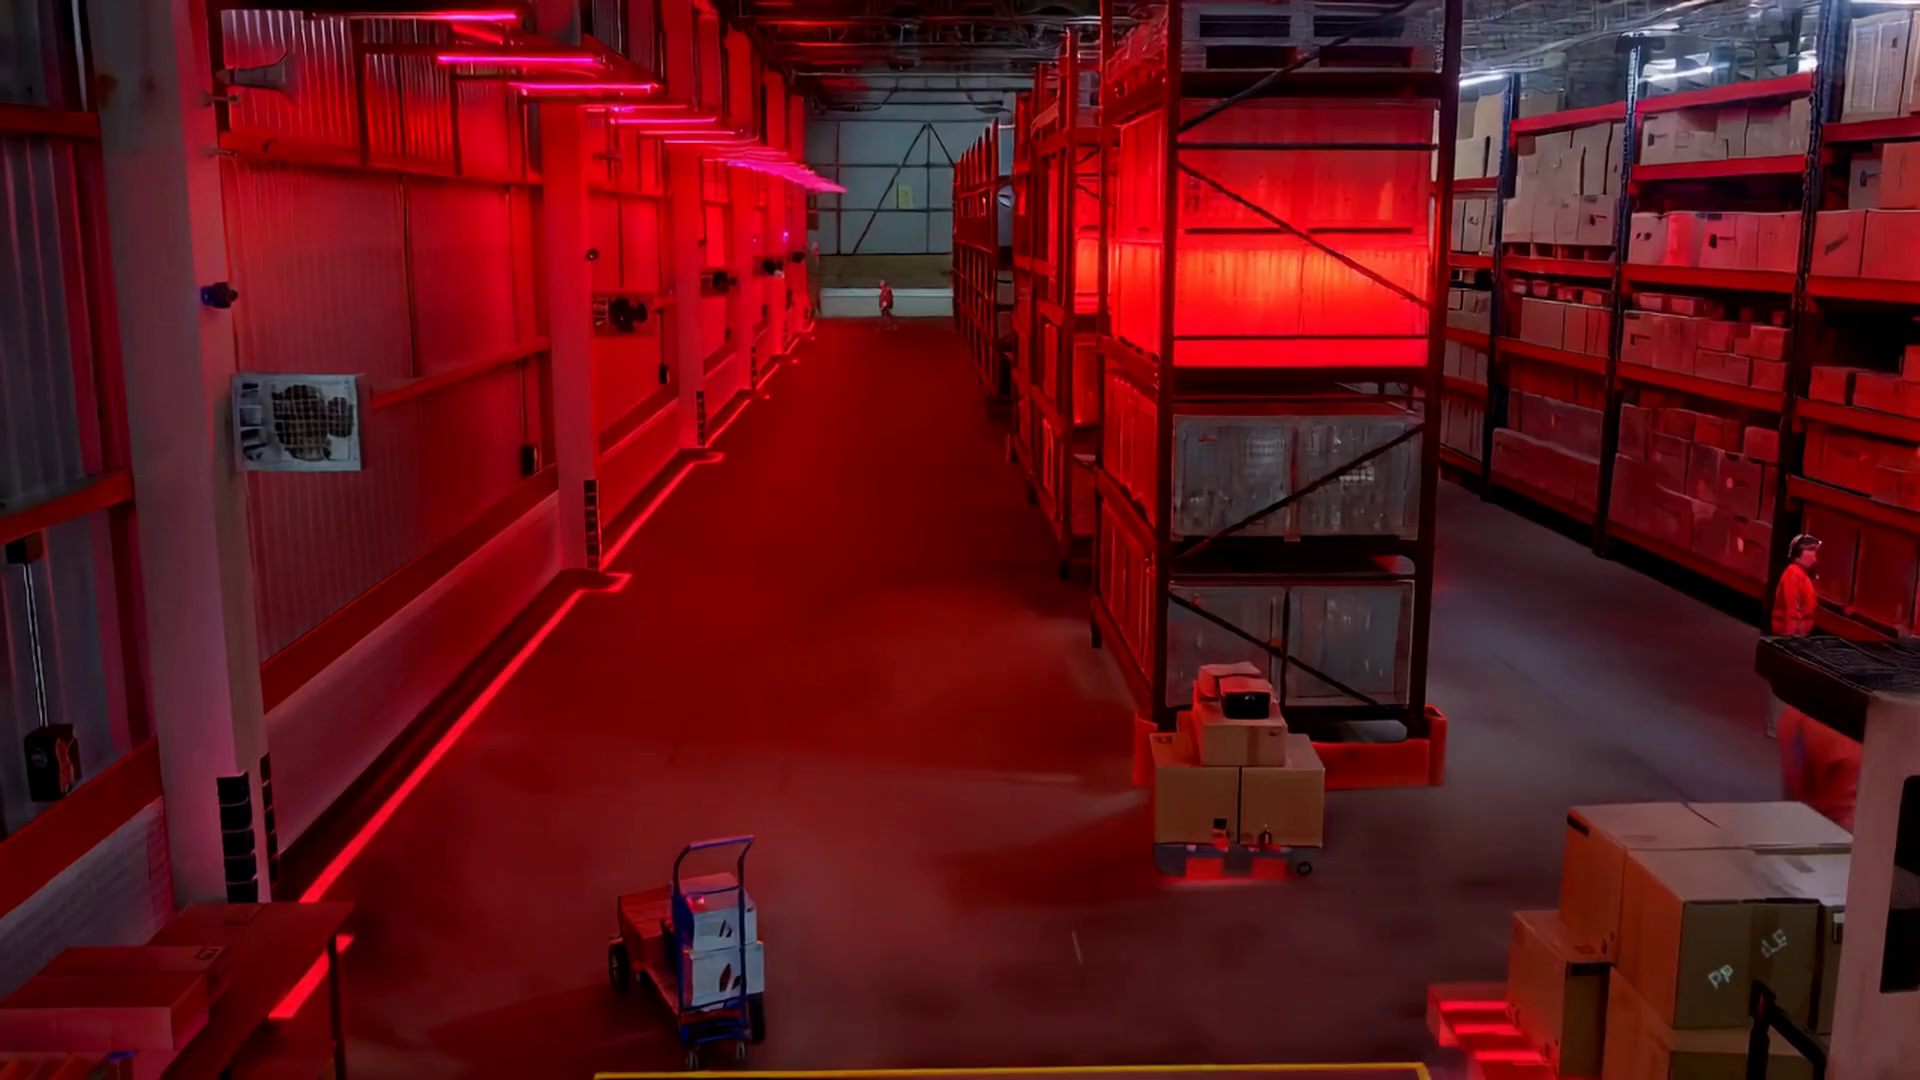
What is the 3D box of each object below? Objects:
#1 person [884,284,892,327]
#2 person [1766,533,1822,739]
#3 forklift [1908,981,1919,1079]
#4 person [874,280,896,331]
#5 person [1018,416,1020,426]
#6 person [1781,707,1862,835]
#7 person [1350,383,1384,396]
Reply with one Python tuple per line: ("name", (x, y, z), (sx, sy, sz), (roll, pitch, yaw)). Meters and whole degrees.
("person", (-2.763, -9.030, 64.074), (0.310, 1.636, 0.522), (4, 12, 21))
("person", (6.586, 0.755, 13.169), (0.314, 1.636, 0.515), (6, 12, 27))
("forklift", (3.157, 1.766, 4.662), (1.129, 2.768, 1.873), (0, 11, -2))
("person", (-2.774, -8.665, 61.489), (0.887, 1.915, 0.549), (-5, 12, -25))
("person", (1.593, -3.138, 32.998), (0.969, 1.791, 0.651), (0, 11, -1))
("person", (4.499, 1.520, 8.526), (0.985, 1.893, 0.656), (-3, 11, -14))
("person", (6.893, -2.234, 28.192), (0.599, 1.837, 1.039), (5, 12, 23))
